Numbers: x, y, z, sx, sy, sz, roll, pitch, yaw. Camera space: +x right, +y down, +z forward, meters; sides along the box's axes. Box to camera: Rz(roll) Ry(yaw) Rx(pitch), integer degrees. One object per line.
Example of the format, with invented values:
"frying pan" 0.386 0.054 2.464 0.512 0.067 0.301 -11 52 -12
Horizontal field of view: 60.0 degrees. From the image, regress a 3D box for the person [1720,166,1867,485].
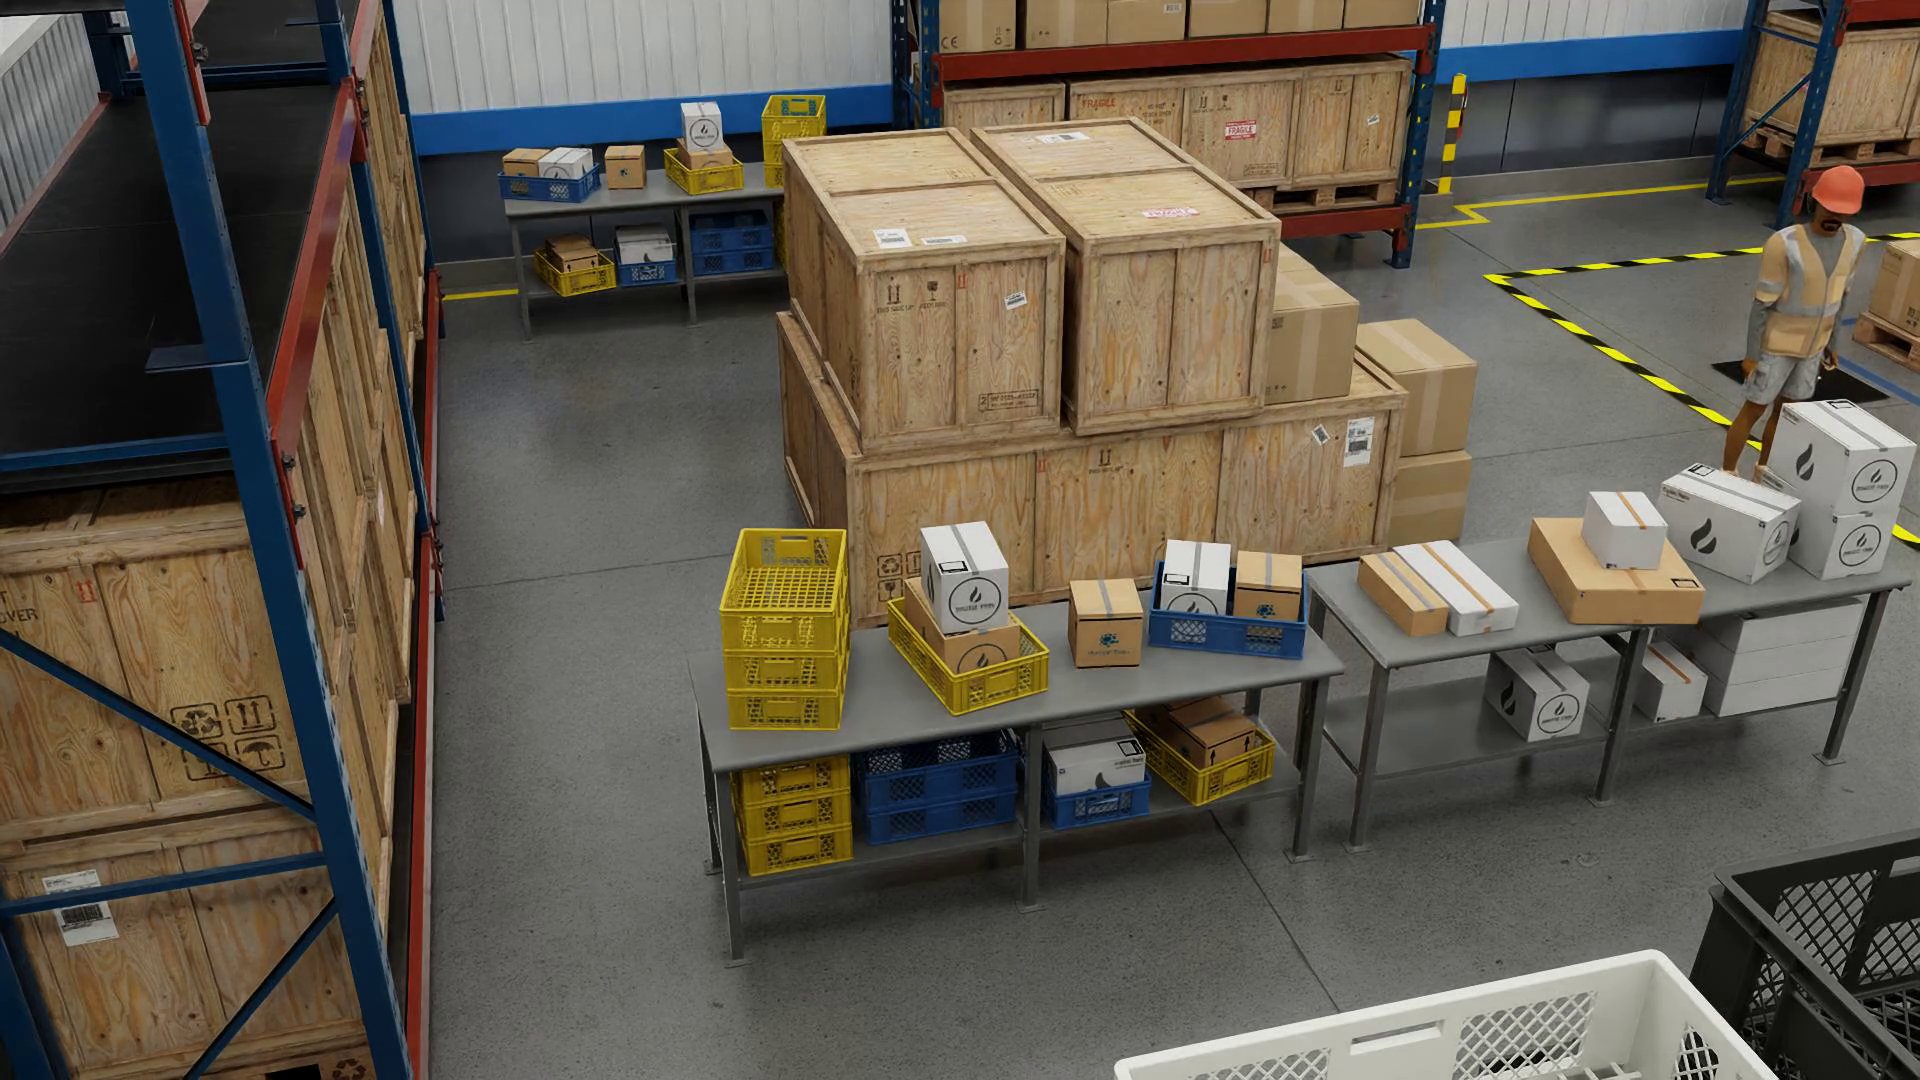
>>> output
"person" 4.659 -1.088 9.260 0.608 2.037 0.395 -7 30 -12
